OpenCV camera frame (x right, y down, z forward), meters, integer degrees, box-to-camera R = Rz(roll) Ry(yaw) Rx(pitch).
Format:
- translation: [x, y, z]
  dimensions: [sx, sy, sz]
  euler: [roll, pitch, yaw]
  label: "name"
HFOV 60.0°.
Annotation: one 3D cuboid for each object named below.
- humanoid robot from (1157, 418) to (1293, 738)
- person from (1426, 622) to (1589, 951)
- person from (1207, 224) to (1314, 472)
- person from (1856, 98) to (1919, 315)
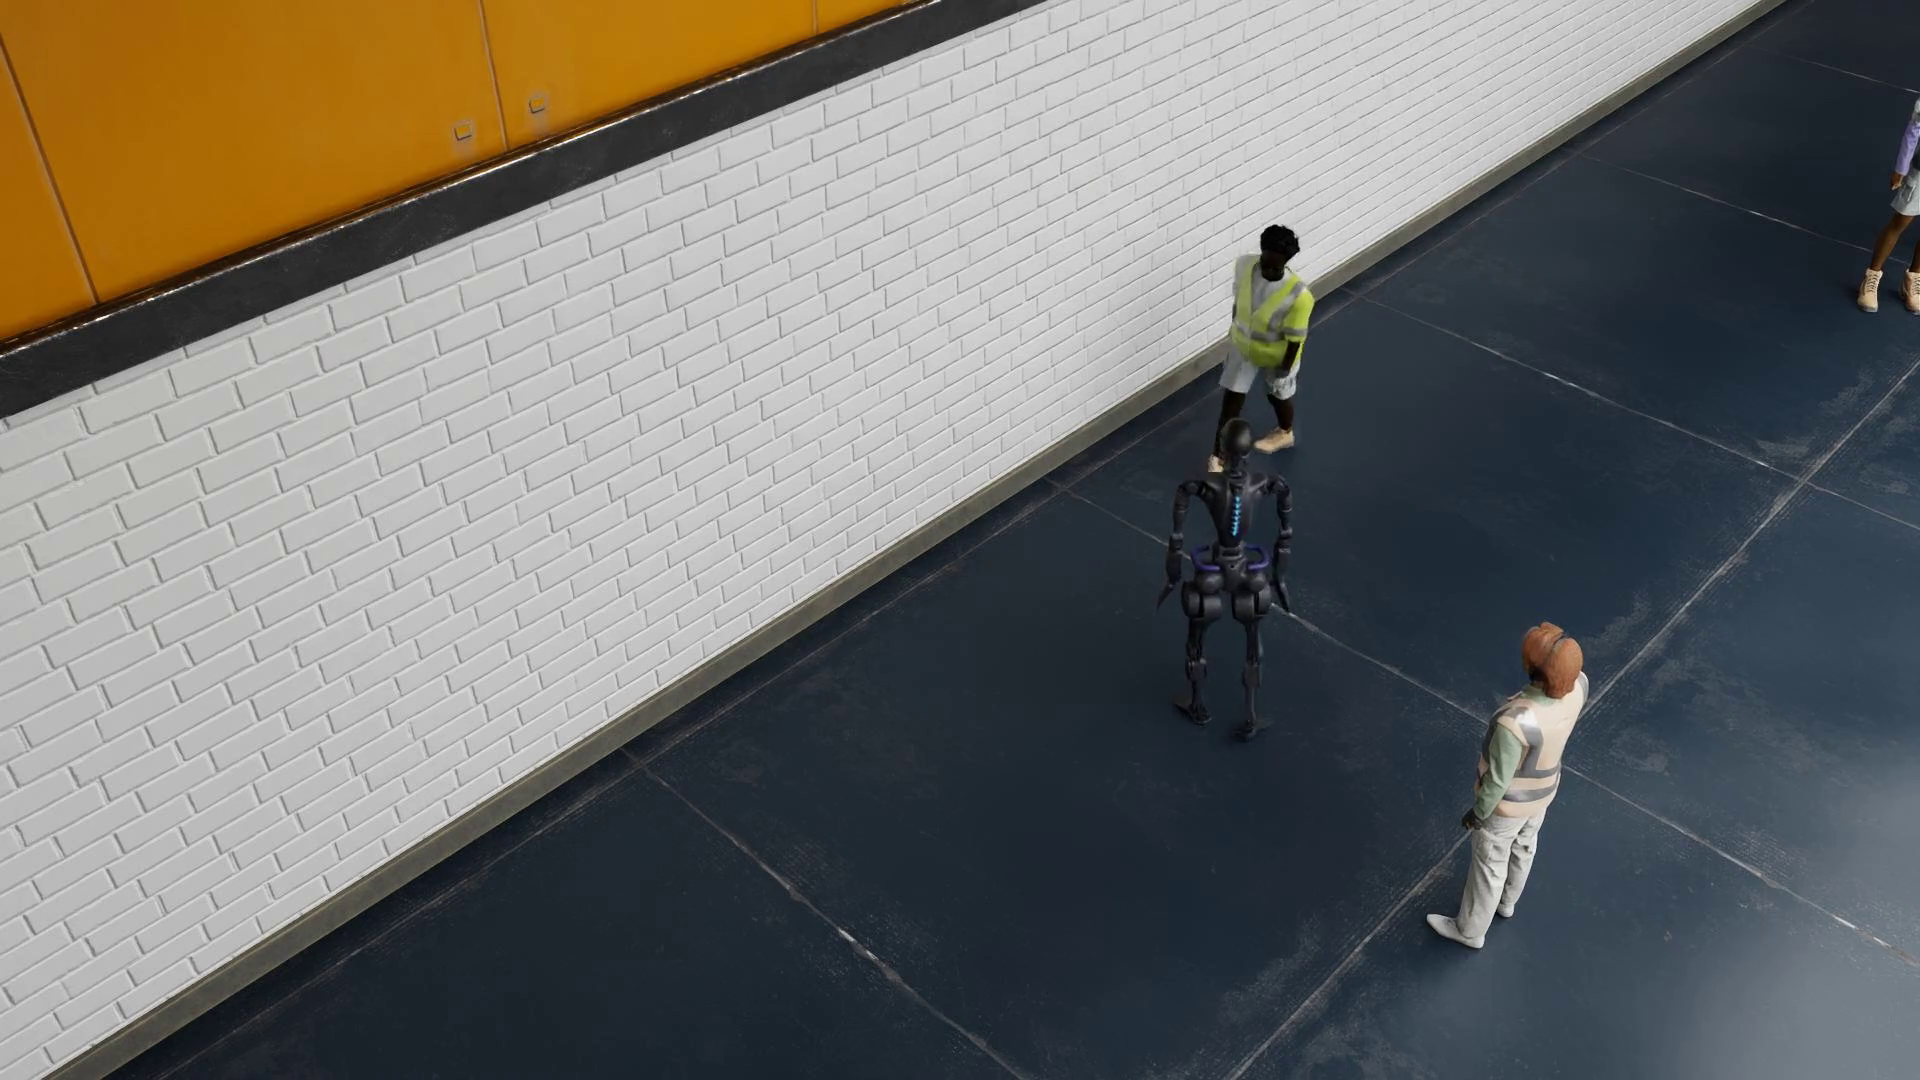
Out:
- translation: [1.218, 0.213, 7.534]
  dimensions: [0.609, 1.645, 0.461]
  euler: [0, 39, 0]
  label: "humanoid robot"
- translation: [2.193, 0.990, 6.583]
  dimensions: [0.517, 1.640, 0.305]
  euler: [-29, 47, -31]
  label: "person"
- translation: [1.643, -1.037, 9.111]
  dimensions: [0.575, 1.631, 0.862]
  euler: [30, 47, 32]
  label: "person"
- translation: [6.205, -2.348, 10.440]
  dimensions: [0.613, 2.037, 0.386]
  euler: [4, 39, 5]
  label: "person"
